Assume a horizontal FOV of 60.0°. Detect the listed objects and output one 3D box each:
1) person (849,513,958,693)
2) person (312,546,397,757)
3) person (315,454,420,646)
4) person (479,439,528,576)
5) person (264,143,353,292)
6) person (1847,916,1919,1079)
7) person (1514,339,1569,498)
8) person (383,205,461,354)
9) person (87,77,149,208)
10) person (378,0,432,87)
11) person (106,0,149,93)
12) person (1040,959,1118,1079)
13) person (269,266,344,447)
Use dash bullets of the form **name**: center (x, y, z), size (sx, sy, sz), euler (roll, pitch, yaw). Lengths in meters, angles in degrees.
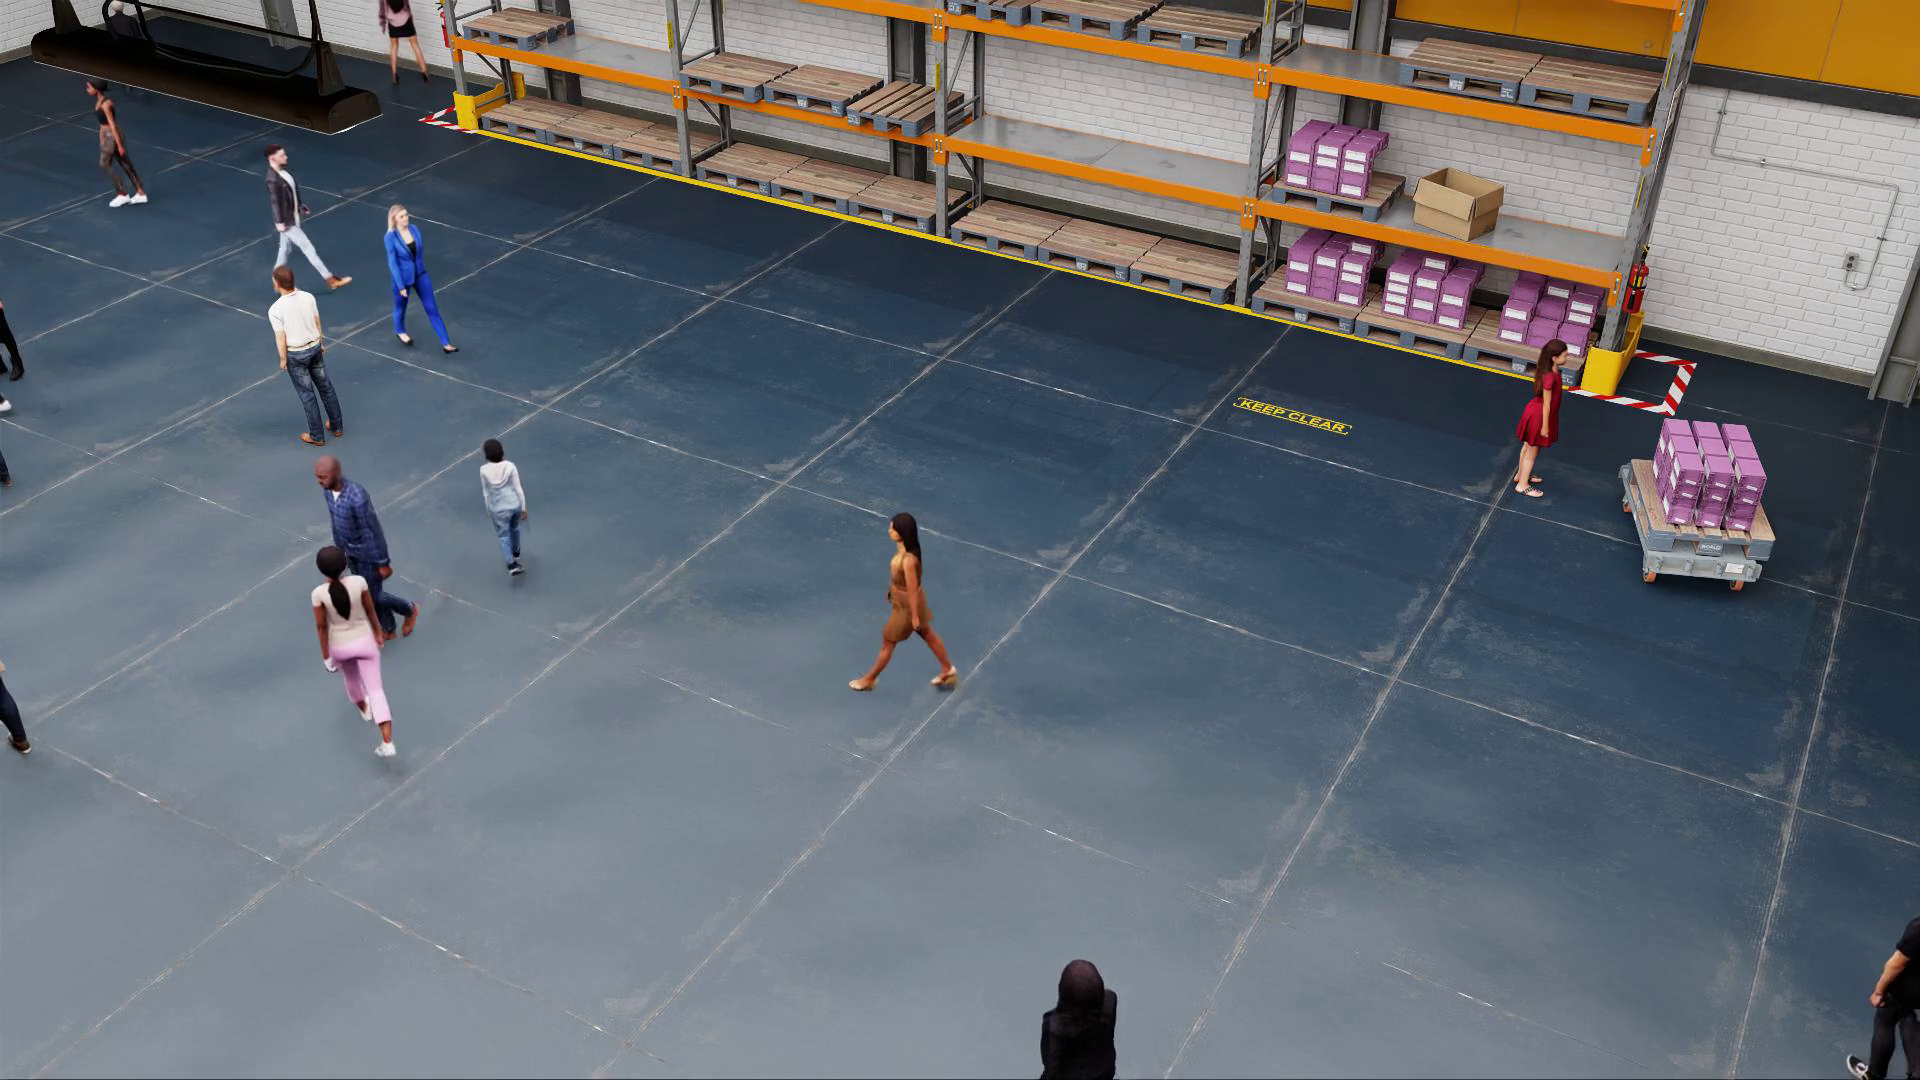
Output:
- **person**: center (-0.316, 0.526, 12.827), size (1.150, 1.635, 0.988), euler (-3, 34, -4)
- **person**: center (-4.456, 0.849, 12.277), size (1.039, 1.707, 1.196), euler (-18, 38, -25)
- **person**: center (-4.738, 0.047, 13.406), size (0.732, 1.792, 0.829), euler (21, 39, 28)
- **person**: center (-3.938, -0.265, 14.377), size (0.738, 1.238, 0.875), euler (-12, 36, -18)
- **person**: center (-7.724, -3.621, 18.920), size (1.218, 1.798, 1.125), euler (-6, 34, -10)
- **person**: center (5.558, 2.598, 9.546), size (0.847, 1.818, 0.908), euler (-7, 34, -11)
- **person**: center (5.386, -1.158, 15.434), size (0.681, 1.554, 0.620), euler (7, 34, 10)
- **person**: center (-5.953, -2.774, 17.780), size (1.220, 1.649, 0.770), euler (25, 41, 32)
- **person**: center (-10.716, -5.107, 21.259), size (0.801, 1.683, 0.750), euler (-18, 37, -24)
- **person**: center (-8.513, -7.768, 25.167), size (0.859, 1.788, 0.925), euler (-8, 34, -11)
- **person**: center (-12.634, -7.345, 25.207), size (0.820, 1.784, 0.794), euler (-7, 34, -11)
- **person**: center (0.710, 2.975, 9.172), size (0.754, 1.604, 0.765), euler (-25, 41, -33)
- **person**: center (-6.353, -1.800, 16.126), size (0.587, 1.857, 0.673), euler (21, 39, 28)
